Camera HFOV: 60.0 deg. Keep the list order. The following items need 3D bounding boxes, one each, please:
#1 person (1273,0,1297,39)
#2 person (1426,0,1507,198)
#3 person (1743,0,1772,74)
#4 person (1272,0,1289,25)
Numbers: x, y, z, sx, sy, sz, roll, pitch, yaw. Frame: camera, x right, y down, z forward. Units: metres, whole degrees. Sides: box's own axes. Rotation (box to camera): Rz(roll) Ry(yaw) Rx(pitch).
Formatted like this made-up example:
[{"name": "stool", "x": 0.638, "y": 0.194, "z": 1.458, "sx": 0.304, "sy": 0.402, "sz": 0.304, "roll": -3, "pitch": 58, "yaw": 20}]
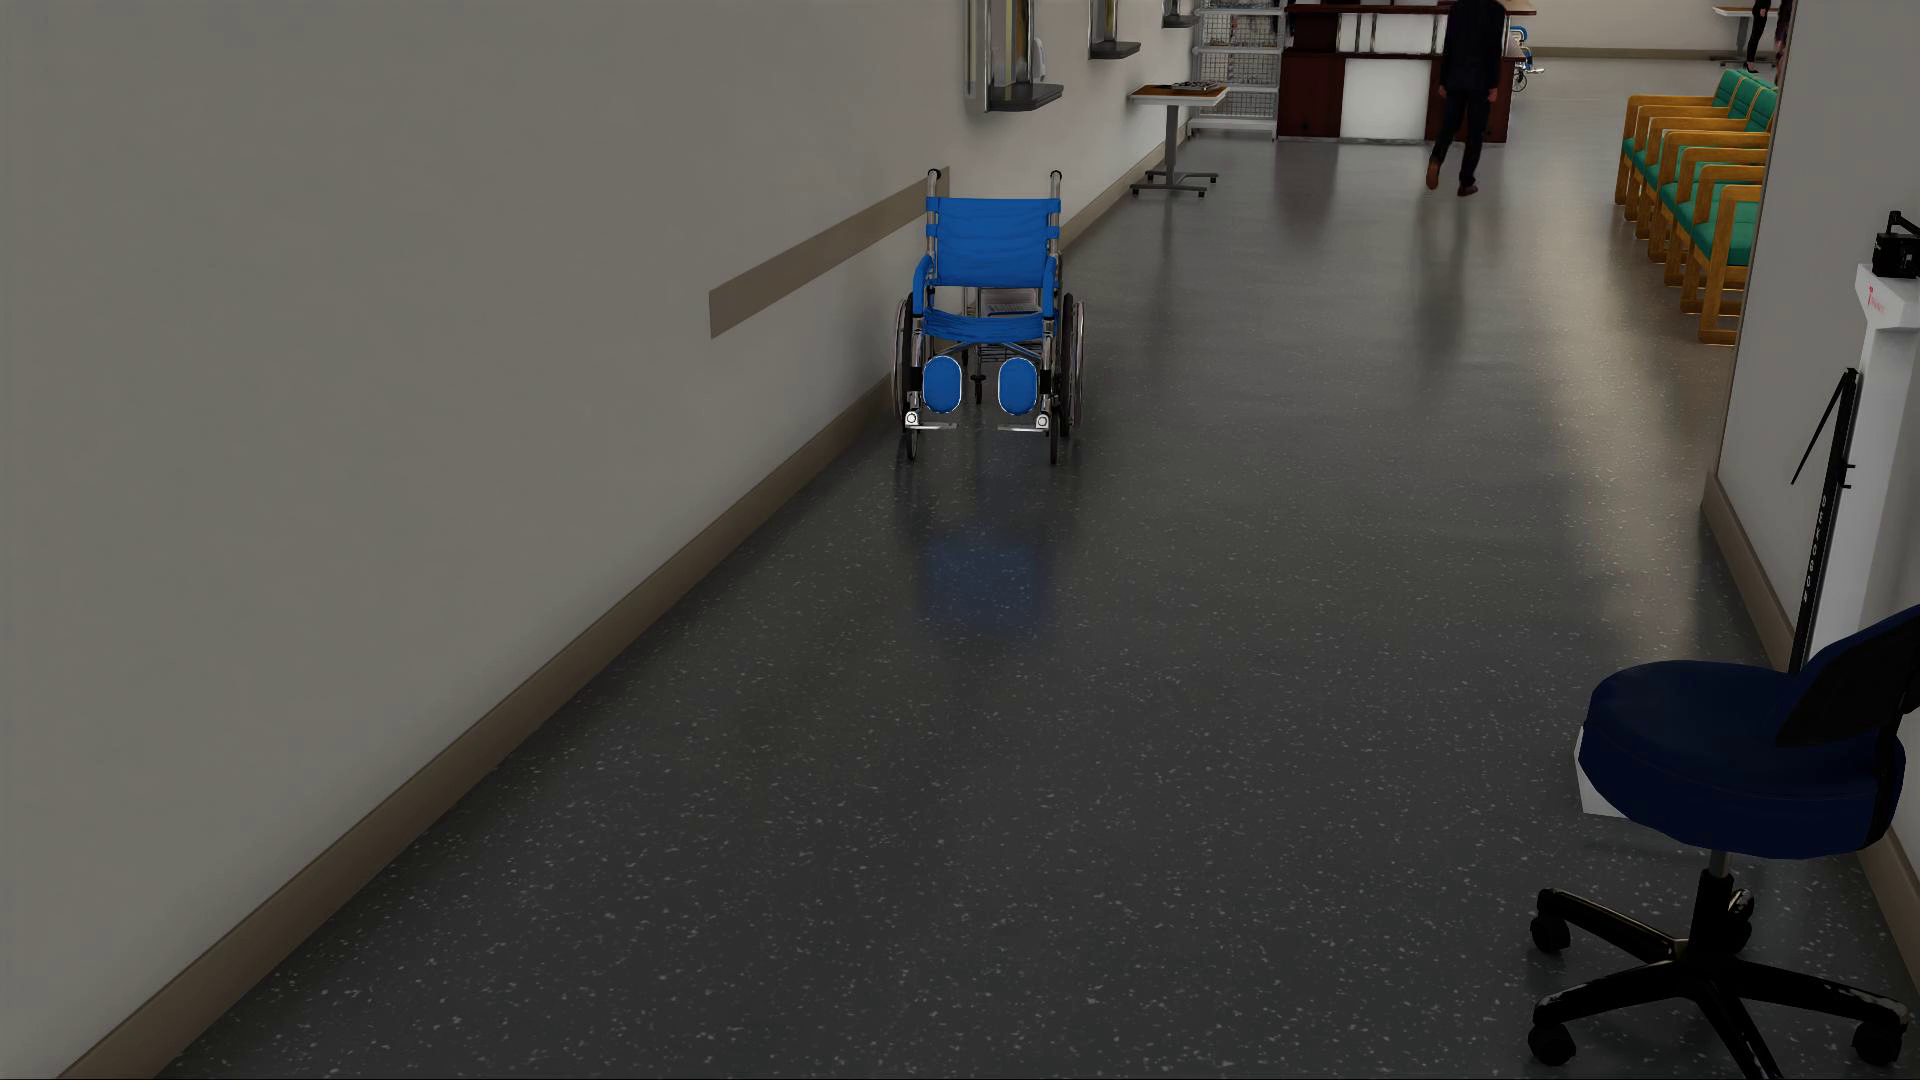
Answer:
[{"name": "person", "x": 5.920, "y": -10.097, "z": 30.411, "sx": 1.157, "sy": 1.801, "sz": 0.941, "roll": -1, "pitch": 21, "yaw": -2}, {"name": "person", "x": 4.087, "y": -3.689, "z": 13.420, "sx": 0.989, "sy": 1.852, "sz": 0.912, "roll": 15, "pitch": 25, "yaw": 34}, {"name": "person", "x": 11.615, "y": -7.669, "z": 24.125, "sx": 0.522, "sy": 1.712, "sz": 0.599, "roll": 8, "pitch": 22, "yaw": 21}, {"name": "person", "x": 6.691, "y": -11.578, "z": 34.579, "sx": 0.584, "sy": 1.617, "sz": 0.701, "roll": 2, "pitch": 21, "yaw": 5}]
